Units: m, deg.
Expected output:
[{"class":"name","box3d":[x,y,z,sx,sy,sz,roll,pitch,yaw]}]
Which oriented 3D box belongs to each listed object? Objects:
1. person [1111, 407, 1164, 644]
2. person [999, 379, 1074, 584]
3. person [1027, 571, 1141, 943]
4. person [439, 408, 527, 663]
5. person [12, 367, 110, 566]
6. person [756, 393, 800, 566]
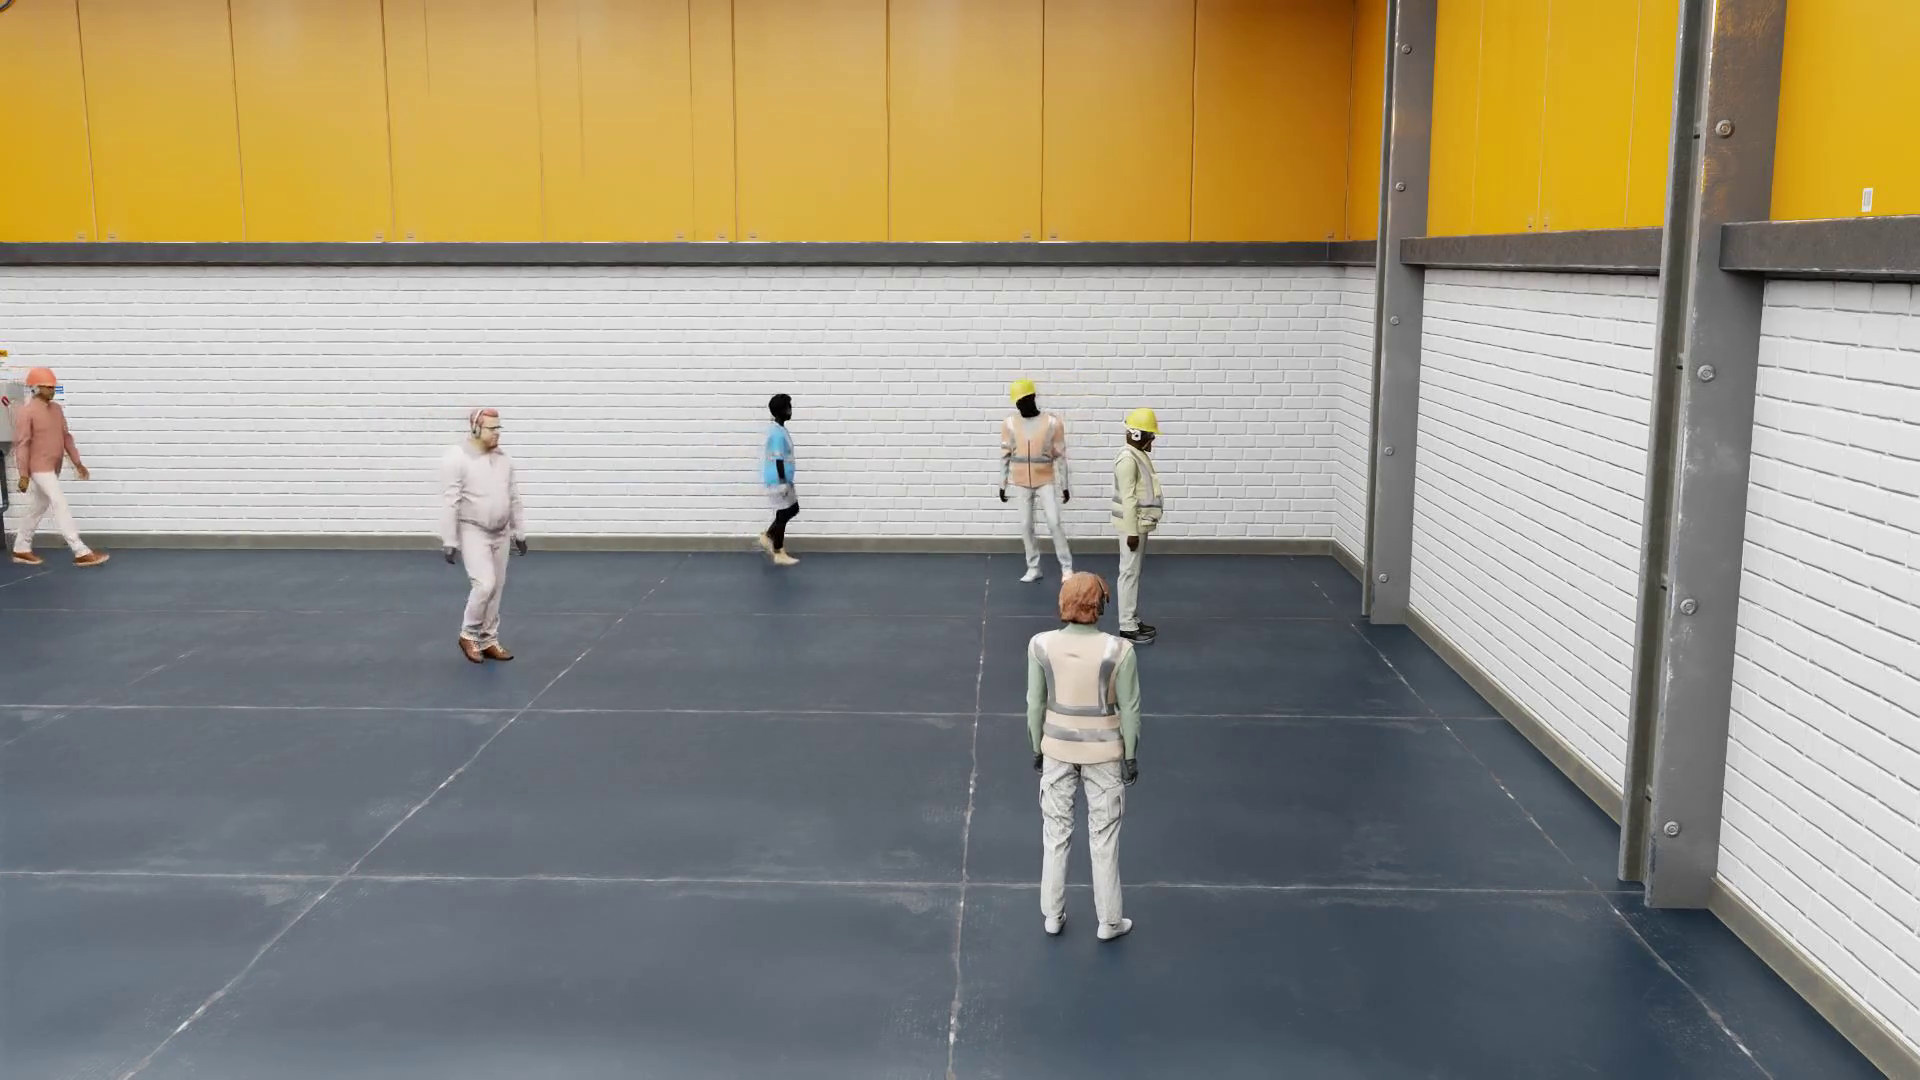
[{"class":"person","box3d":[1.383,-0.120,12.968,0.404,1.828,0.587,2,10,11]},{"class":"person","box3d":[0.685,-0.533,15.204,0.692,1.888,0.410,3,10,17]},{"class":"person","box3d":[0.538,0.948,7.268,0.510,1.639,0.308,4,10,20]},{"class":"person","box3d":[-3.474,-0.026,12.227,0.429,1.891,0.679,6,11,29]},{"class":"person","box3d":[-8.806,-0.703,16.074,1.014,1.943,0.608,0,10,-2]},{"class":"person","box3d":[-1.726,-0.582,16.084,0.375,1.680,0.545,-1,10,-4]}]
